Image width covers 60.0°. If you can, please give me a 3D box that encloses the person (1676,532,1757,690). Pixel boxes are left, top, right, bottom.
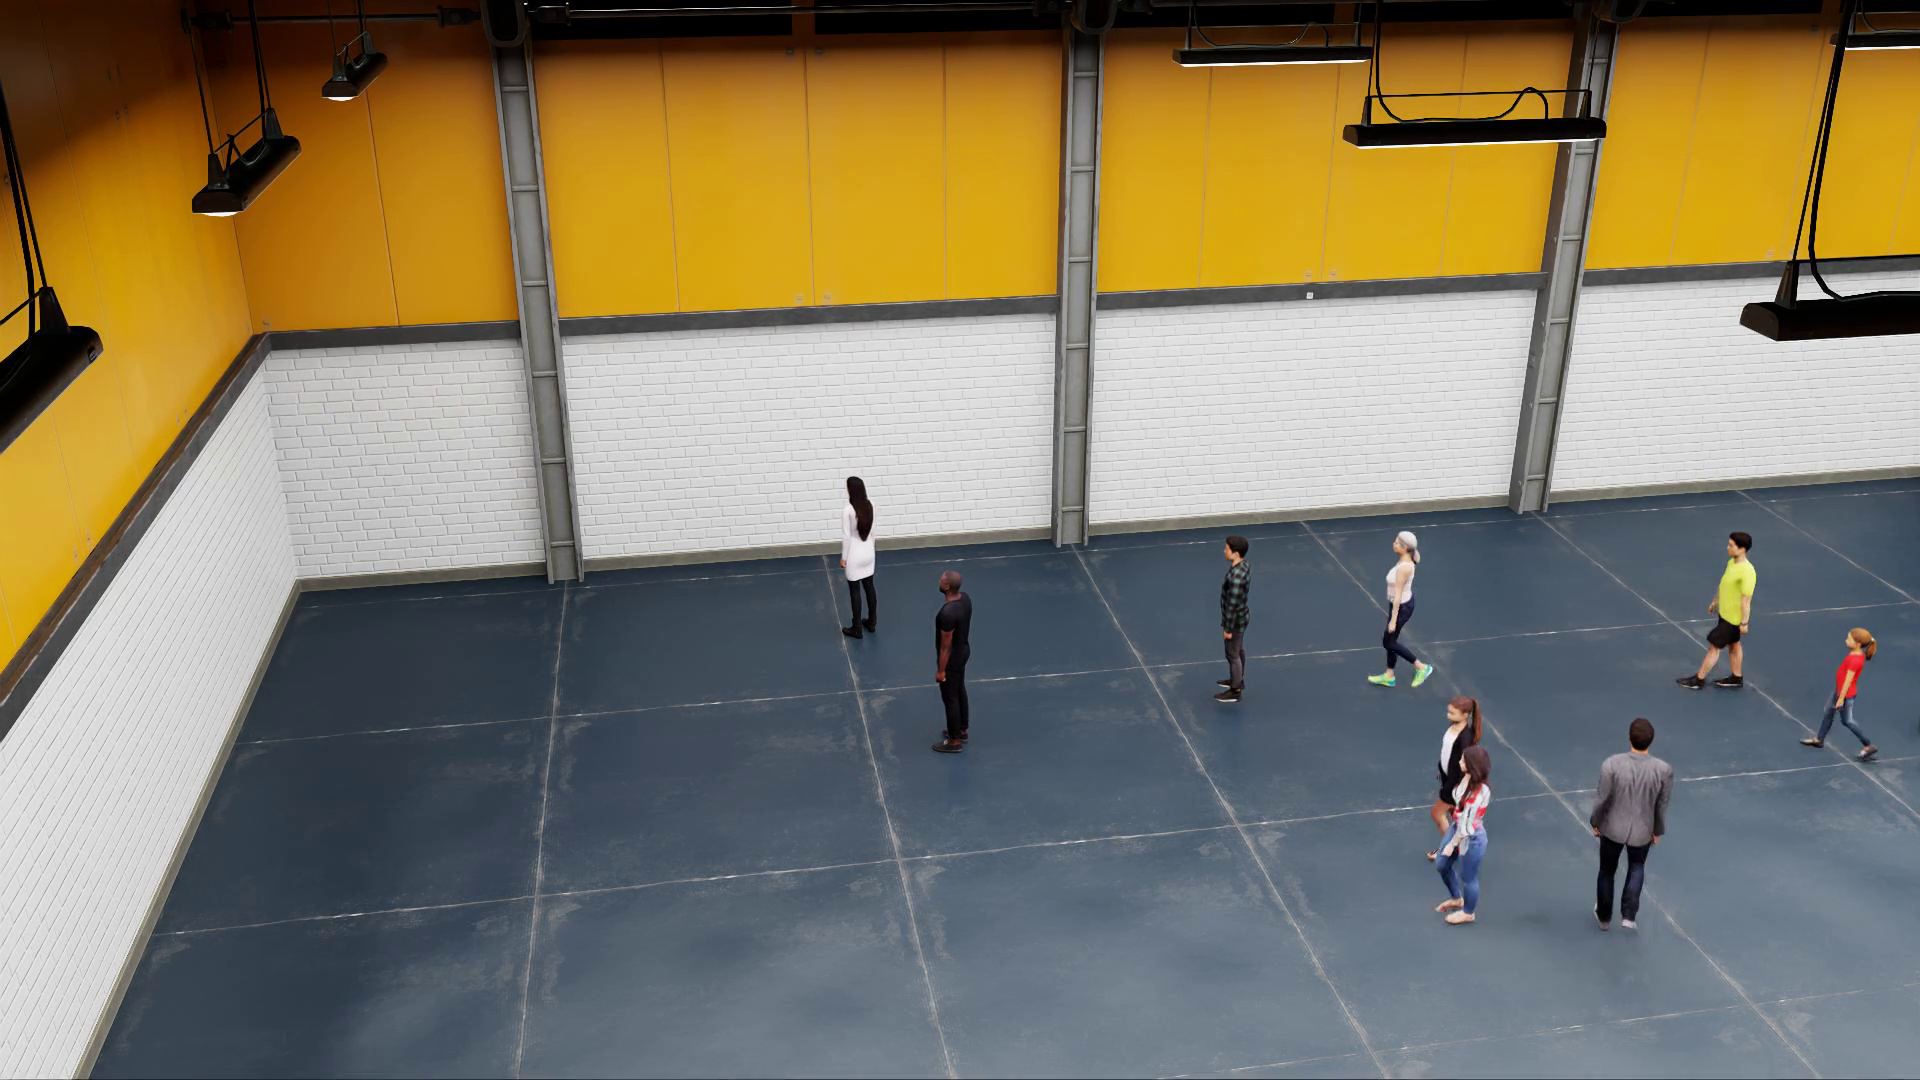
[{"bbox_3d":[7.771,0.728,16.544,0.996,1.679,0.801,3,24,7],"label":"person"}]

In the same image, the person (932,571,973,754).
[{"bbox_3d":[-0.067,1.118,15.477,0.745,1.820,0.748,9,25,19],"label":"person"}]

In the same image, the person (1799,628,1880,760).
[{"bbox_3d":[8.283,1.437,15.411,0.926,1.286,0.807,12,26,25],"label":"person"}]

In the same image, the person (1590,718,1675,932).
[{"bbox_3d":[5.149,2.262,12.803,0.826,1.865,0.903,6,24,14],"label":"person"}]

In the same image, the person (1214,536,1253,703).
[{"bbox_3d":[2.677,0.737,16.144,0.683,1.709,0.738,6,24,14],"label":"person"}]

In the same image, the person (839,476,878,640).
[{"bbox_3d":[-1.075,0.173,17.653,0.644,1.808,0.749,-21,31,-39],"label":"person"}]

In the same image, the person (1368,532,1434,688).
[{"bbox_3d":[4.452,0.733,16.521,0.962,1.688,0.840,8,25,17],"label":"person"}]

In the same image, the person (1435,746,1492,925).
[{"bbox_3d":[4.044,2.327,12.987,0.641,1.597,0.607,-1,24,-2],"label":"person"}]

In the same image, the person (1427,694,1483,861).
[{"bbox_3d":[4.210,1.982,13.849,0.665,1.540,0.641,1,24,3],"label":"person"}]
